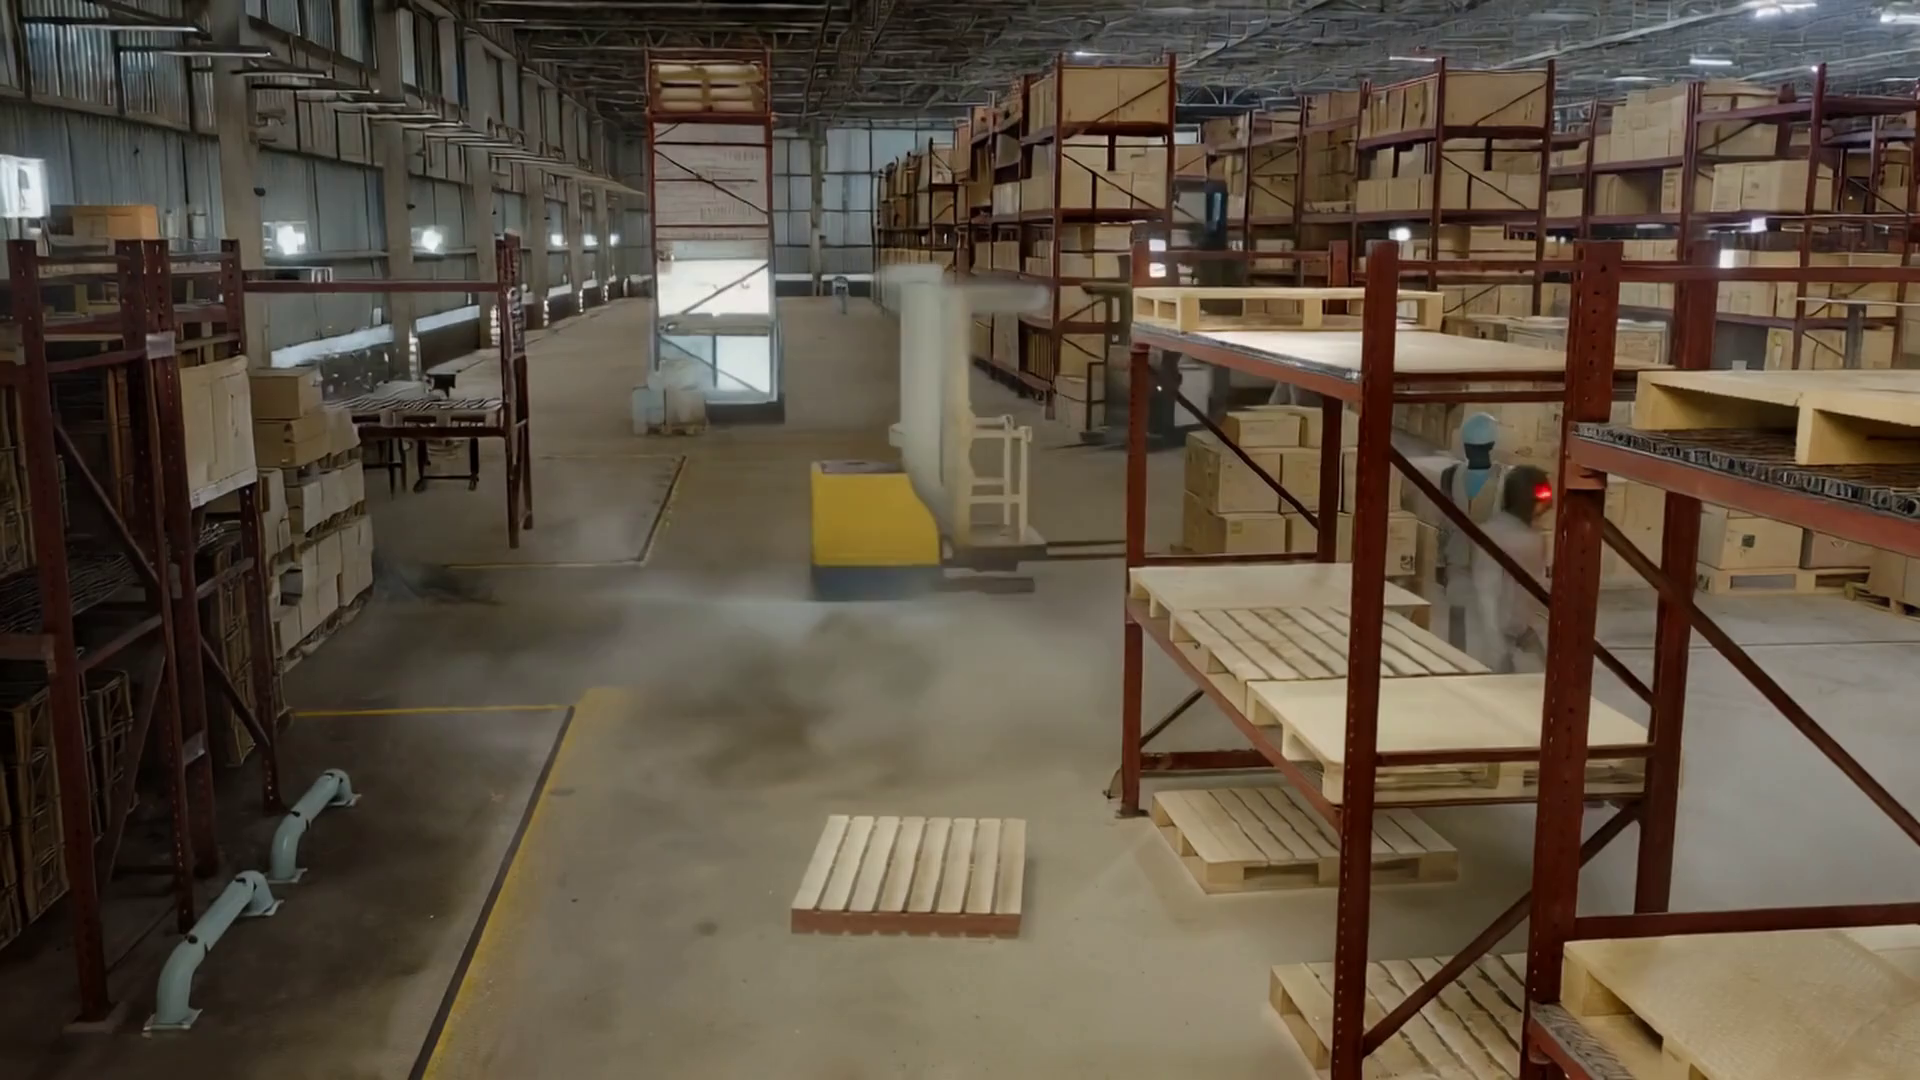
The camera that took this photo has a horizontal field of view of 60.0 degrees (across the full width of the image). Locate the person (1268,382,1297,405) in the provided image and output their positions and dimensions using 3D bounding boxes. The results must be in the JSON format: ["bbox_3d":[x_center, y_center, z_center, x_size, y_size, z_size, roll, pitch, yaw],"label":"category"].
[{"bbox_3d":[5.649,-2.956,28.857,0.849,1.598,0.520,9,14,42],"label":"person"}]

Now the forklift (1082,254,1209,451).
[{"bbox_3d":[2.796,-2.808,24.493,1.129,2.768,1.873,8,13,38],"label":"forklift"}]

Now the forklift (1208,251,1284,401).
[{"bbox_3d":[5.066,-4.005,31.128,1.873,2.768,1.129,-1,10,-6],"label":"forklift"}]

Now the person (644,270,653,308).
[{"bbox_3d":[-13.674,-11.090,73.591,0.579,1.729,0.645,7,12,34],"label":"person"}]

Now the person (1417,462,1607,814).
[{"bbox_3d":[2.925,0.514,8.873,1.037,1.880,0.652,10,14,42],"label":"person"}]

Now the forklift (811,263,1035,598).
[{"bbox_3d":[-0.357,-0.977,14.349,1.873,2.768,1.129,-1,10,-6],"label":"forklift"}]

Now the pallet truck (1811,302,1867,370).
[{"bbox_3d":[15.846,-3.142,28.793,1.885,1.965,0.823,2,10,12],"label":"pallet truck"}]

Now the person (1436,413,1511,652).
[{"bbox_3d":[3.362,0.128,10.882,0.542,1.928,0.399,9,13,40],"label":"person"}]

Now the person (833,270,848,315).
[{"bbox_3d":[-4.859,-10.040,67.520,0.573,1.816,0.799,-3,11,-18],"label":"person"}]
